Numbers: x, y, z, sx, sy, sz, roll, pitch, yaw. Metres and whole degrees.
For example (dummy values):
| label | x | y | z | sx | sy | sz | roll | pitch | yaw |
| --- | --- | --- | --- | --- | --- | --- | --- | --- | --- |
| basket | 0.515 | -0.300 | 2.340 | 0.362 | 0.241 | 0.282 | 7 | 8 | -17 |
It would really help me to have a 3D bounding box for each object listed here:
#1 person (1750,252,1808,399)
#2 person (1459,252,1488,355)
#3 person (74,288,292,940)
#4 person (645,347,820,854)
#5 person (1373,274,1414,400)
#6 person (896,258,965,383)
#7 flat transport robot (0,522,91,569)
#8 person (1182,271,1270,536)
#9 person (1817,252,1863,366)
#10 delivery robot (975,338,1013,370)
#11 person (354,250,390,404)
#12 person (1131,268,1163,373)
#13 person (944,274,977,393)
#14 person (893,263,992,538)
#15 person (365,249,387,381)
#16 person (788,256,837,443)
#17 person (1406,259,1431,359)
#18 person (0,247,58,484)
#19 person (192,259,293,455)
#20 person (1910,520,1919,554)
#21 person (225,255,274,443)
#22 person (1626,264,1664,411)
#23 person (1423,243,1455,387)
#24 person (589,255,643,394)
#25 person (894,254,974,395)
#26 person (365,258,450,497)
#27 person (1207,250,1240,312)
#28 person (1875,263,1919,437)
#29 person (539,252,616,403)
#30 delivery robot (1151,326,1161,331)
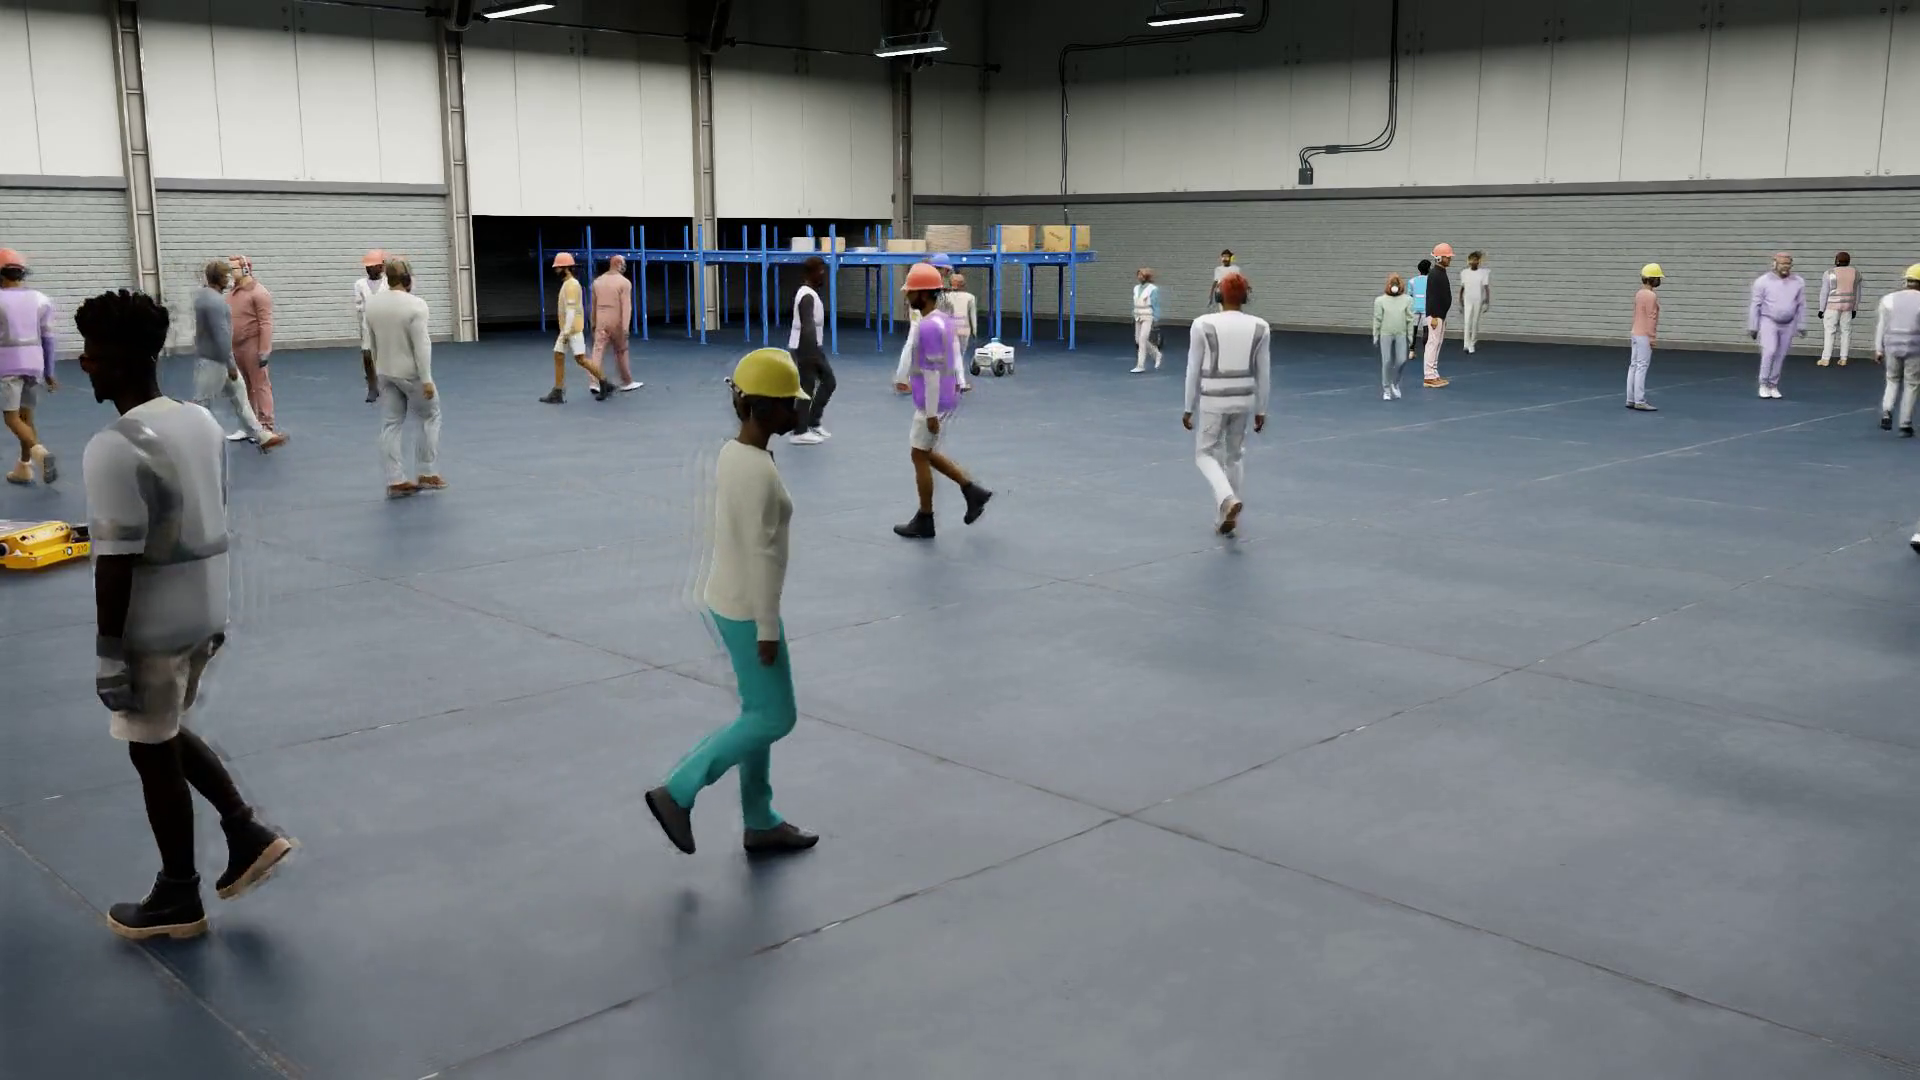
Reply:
| label | x | y | z | sx | sy | sz | roll | pitch | yaw |
| --- | --- | --- | --- | --- | --- | --- | --- | --- | --- |
| person | 10.641 | -2.763 | 21.542 | 0.648 | 1.886 | 0.685 | 0 | 10 | 0 |
| person | 9.172 | -4.223 | 29.722 | 0.505 | 1.812 | 1.046 | 3 | 11 | 16 |
| person | -2.391 | 0.236 | 4.964 | 0.427 | 1.955 | 0.630 | 0 | 10 | 2 |
| person | -0.754 | 0.235 | 5.565 | 0.544 | 1.750 | 0.523 | -3 | 11 | -18 |
| person | 5.568 | -2.607 | 21.393 | 0.521 | 1.617 | 0.374 | 1 | 10 | 8 |
| person | -0.469 | -3.153 | 23.944 | 1.007 | 1.781 | 0.652 | 2 | 10 | 8 |
| flat transport robot | -6.499 | 0.013 | 10.902 | 1.431 | 0.197 | 0.652 | 1 | 10 | 7 |
| person | 1.870 | -0.932 | 11.584 | 0.602 | 1.867 | 0.627 | -2 | 11 | -11 |
| person | 14.316 | -3.767 | 27.115 | 0.626 | 1.844 | 0.429 | 1 | 10 | 3 |
| delivery robot | 0.527 | -2.836 | 25.410 | 0.477 | 0.478 | 0.707 | 6 | 12 | 30 |
| person | -7.301 | -2.660 | 20.875 | 0.546 | 1.919 | 0.514 | -2 | 10 | -8 |
| person | 2.914 | -3.417 | 25.826 | 0.668 | 1.620 | 0.523 | -7 | 13 | -34 |
| person | -0.036 | -2.804 | 22.542 | 0.531 | 1.591 | 0.893 | -4 | 11 | -21 |
| person | -0.136 | -0.977 | 11.690 | 0.598 | 1.919 | 0.561 | 2 | 11 | 8 |
| person | -8.442 | -3.324 | 24.507 | 0.557 | 1.918 | 0.813 | 8 | 13 | 37 |
| person | -1.484 | -1.943 | 16.997 | 0.529 | 1.897 | 0.639 | 0 | 10 | 1 |
| person | 7.911 | -3.945 | 28.475 | 0.540 | 1.695 | 0.317 | 8 | 13 | 36 |
| person | -7.915 | -1.451 | 14.032 | 0.867 | 2.022 | 0.609 | 7 | 12 | 32 |
| person | -6.908 | -1.687 | 15.668 | 1.048 | 1.874 | 0.632 | -5 | 12 | -27 |
| person | 6.579 | -0.813 | 10.828 | 0.423 | 1.942 | 0.614 | -3 | 11 | -15 |
| person | -7.329 | -1.959 | 17.076 | 0.637 | 1.911 | 0.403 | 7 | 13 | 34 |
| person | 8.331 | -2.463 | 20.204 | 0.322 | 1.769 | 0.523 | 1 | 10 | 3 |
| person | 6.726 | -3.159 | 23.378 | 0.381 | 1.994 | 0.622 | 5 | 12 | 27 |
| person | -4.699 | -2.893 | 22.364 | 0.751 | 1.842 | 1.016 | 5 | 11 | 25 |
| person | -0.387 | -2.867 | 22.158 | 1.085 | 1.873 | 0.588 | 1 | 10 | 4 |
| person | -4.488 | -1.334 | 13.620 | 0.655 | 1.921 | 0.668 | 4 | 11 | 23 |
| person | 4.890 | -4.479 | 31.008 | 0.544 | 1.827 | 0.907 | 7 | 13 | 35 |
| person | 10.027 | -2.006 | 17.575 | 0.431 | 1.816 | 0.620 | -9 | 14 | -41 |
| person | -4.867 | -2.695 | 21.107 | 0.921 | 1.910 | 0.548 | -5 | 11 | -25 |
| delivery robot | 3.642 | -4.114 | 31.652 | 0.335 | 0.223 | 0.698 | 3 | 10 | 14 |
